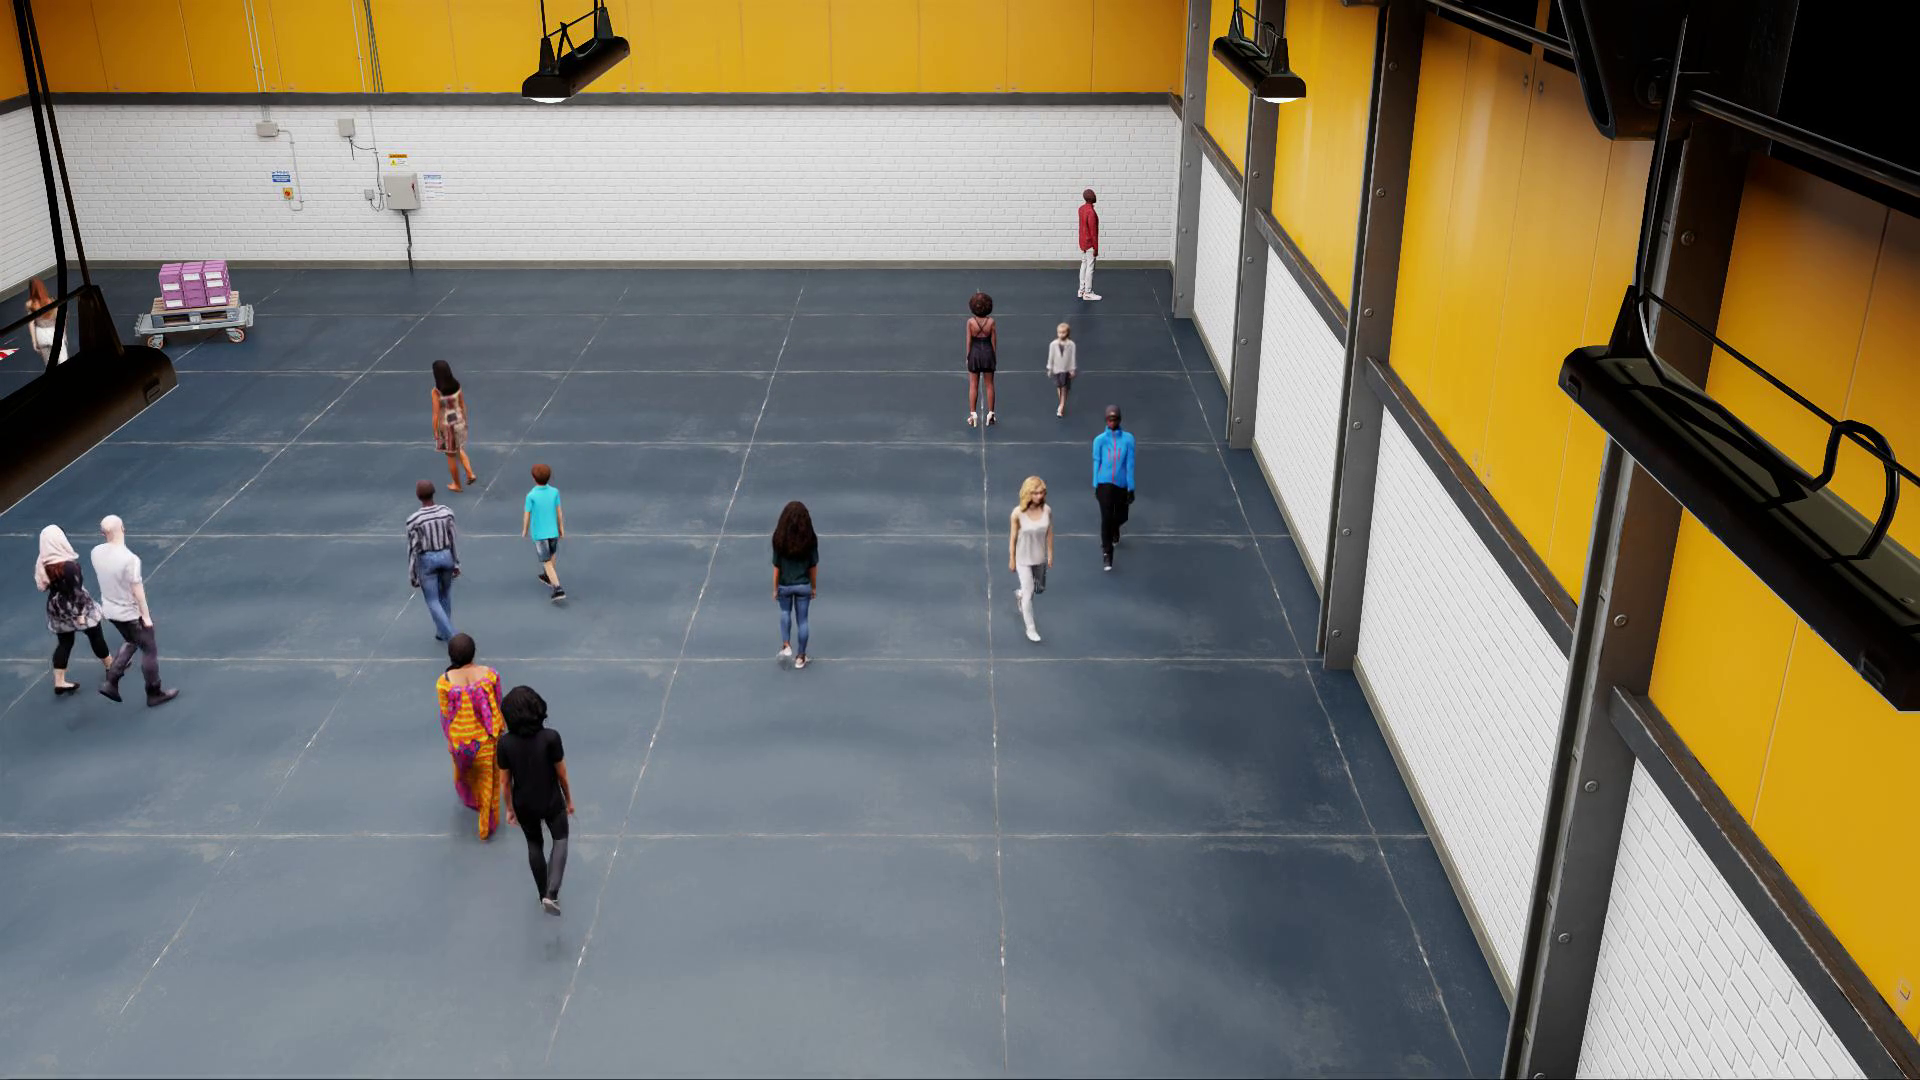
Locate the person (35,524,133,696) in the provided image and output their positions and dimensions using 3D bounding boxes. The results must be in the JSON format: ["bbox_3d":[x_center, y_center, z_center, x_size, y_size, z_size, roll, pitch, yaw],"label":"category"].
[{"bbox_3d":[-8.161,0.650,15.118,0.854,1.603,1.072,9,25,20],"label":"person"}]

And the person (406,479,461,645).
[{"bbox_3d":[-4.922,0.298,15.708,0.995,1.776,1.080,-19,30,-37],"label":"person"}]

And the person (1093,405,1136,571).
[{"bbox_3d":[1.643,-0.604,17.780,0.620,1.768,1.028,0,24,0],"label":"person"}]

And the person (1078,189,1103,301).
[{"bbox_3d":[2.130,-4.917,27.583,0.791,1.820,0.634,-8,25,-17],"label":"person"}]

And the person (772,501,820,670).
[{"bbox_3d":[-1.557,0.442,15.604,0.618,1.595,0.645,-3,24,-6],"label":"person"}]

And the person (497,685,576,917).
[{"bbox_3d":[-3.035,1.921,11.940,0.701,1.819,0.837,-2,24,-6],"label":"person"}]

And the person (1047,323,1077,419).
[{"bbox_3d":[1.383,-2.289,22.294,0.685,1.241,0.938,7,25,15],"label":"person"}]

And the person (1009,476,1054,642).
[{"bbox_3d":[0.660,0.133,16.237,0.802,1.653,1.002,-9,25,-20],"label":"person"}]

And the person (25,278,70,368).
[{"bbox_3d":[-12.394,-2.699,22.646,0.844,1.709,0.983,-14,27,-28],"label":"person"}]

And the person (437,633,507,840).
[{"bbox_3d":[-3.813,1.529,13.049,0.817,1.650,1.126,-6,24,-13],"label":"person"}]

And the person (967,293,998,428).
[{"bbox_3d":[0.283,-2.358,21.766,0.566,1.790,0.554,-2,24,-5],"label":"person"}]

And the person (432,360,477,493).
[{"bbox_3d":[-5.942,-1.330,19.604,0.883,1.638,0.828,14,27,30],"label":"person"}]

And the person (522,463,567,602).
[{"bbox_3d":[-4.208,-0.062,16.975,0.922,1.419,0.996,-21,31,-39],"label":"person"}]

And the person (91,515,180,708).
[{"bbox_3d":[-7.485,0.676,14.790,0.905,1.817,0.990,12,26,25],"label":"person"}]
